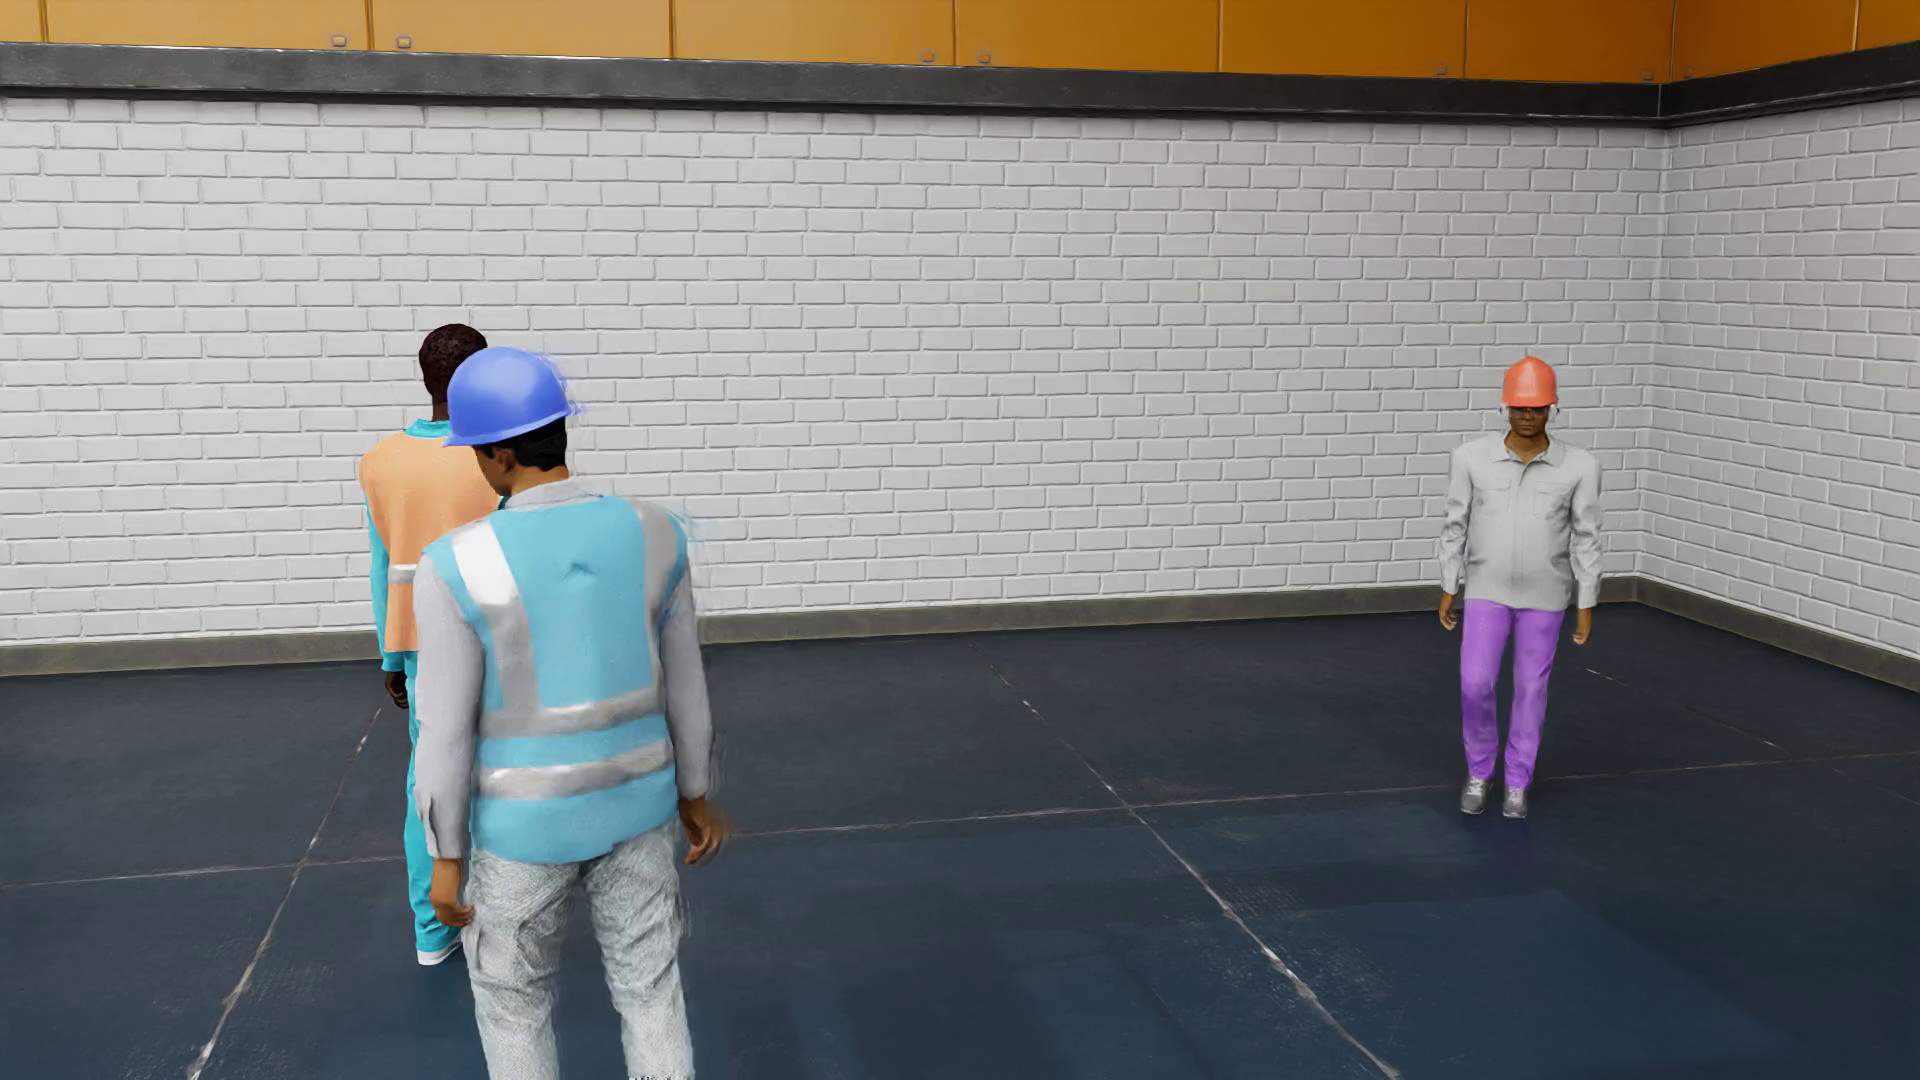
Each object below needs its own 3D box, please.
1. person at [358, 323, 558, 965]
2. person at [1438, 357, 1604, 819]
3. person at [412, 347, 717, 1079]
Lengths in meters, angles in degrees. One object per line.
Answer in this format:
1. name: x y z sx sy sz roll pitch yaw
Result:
1. person: -1.460 0.332 4.857 0.590 1.911 0.401 4 10 21
2. person: 2.079 0.193 6.196 0.588 1.737 0.454 3 10 18
3. person: -0.792 0.567 3.445 0.641 1.923 0.520 -7 12 -38
